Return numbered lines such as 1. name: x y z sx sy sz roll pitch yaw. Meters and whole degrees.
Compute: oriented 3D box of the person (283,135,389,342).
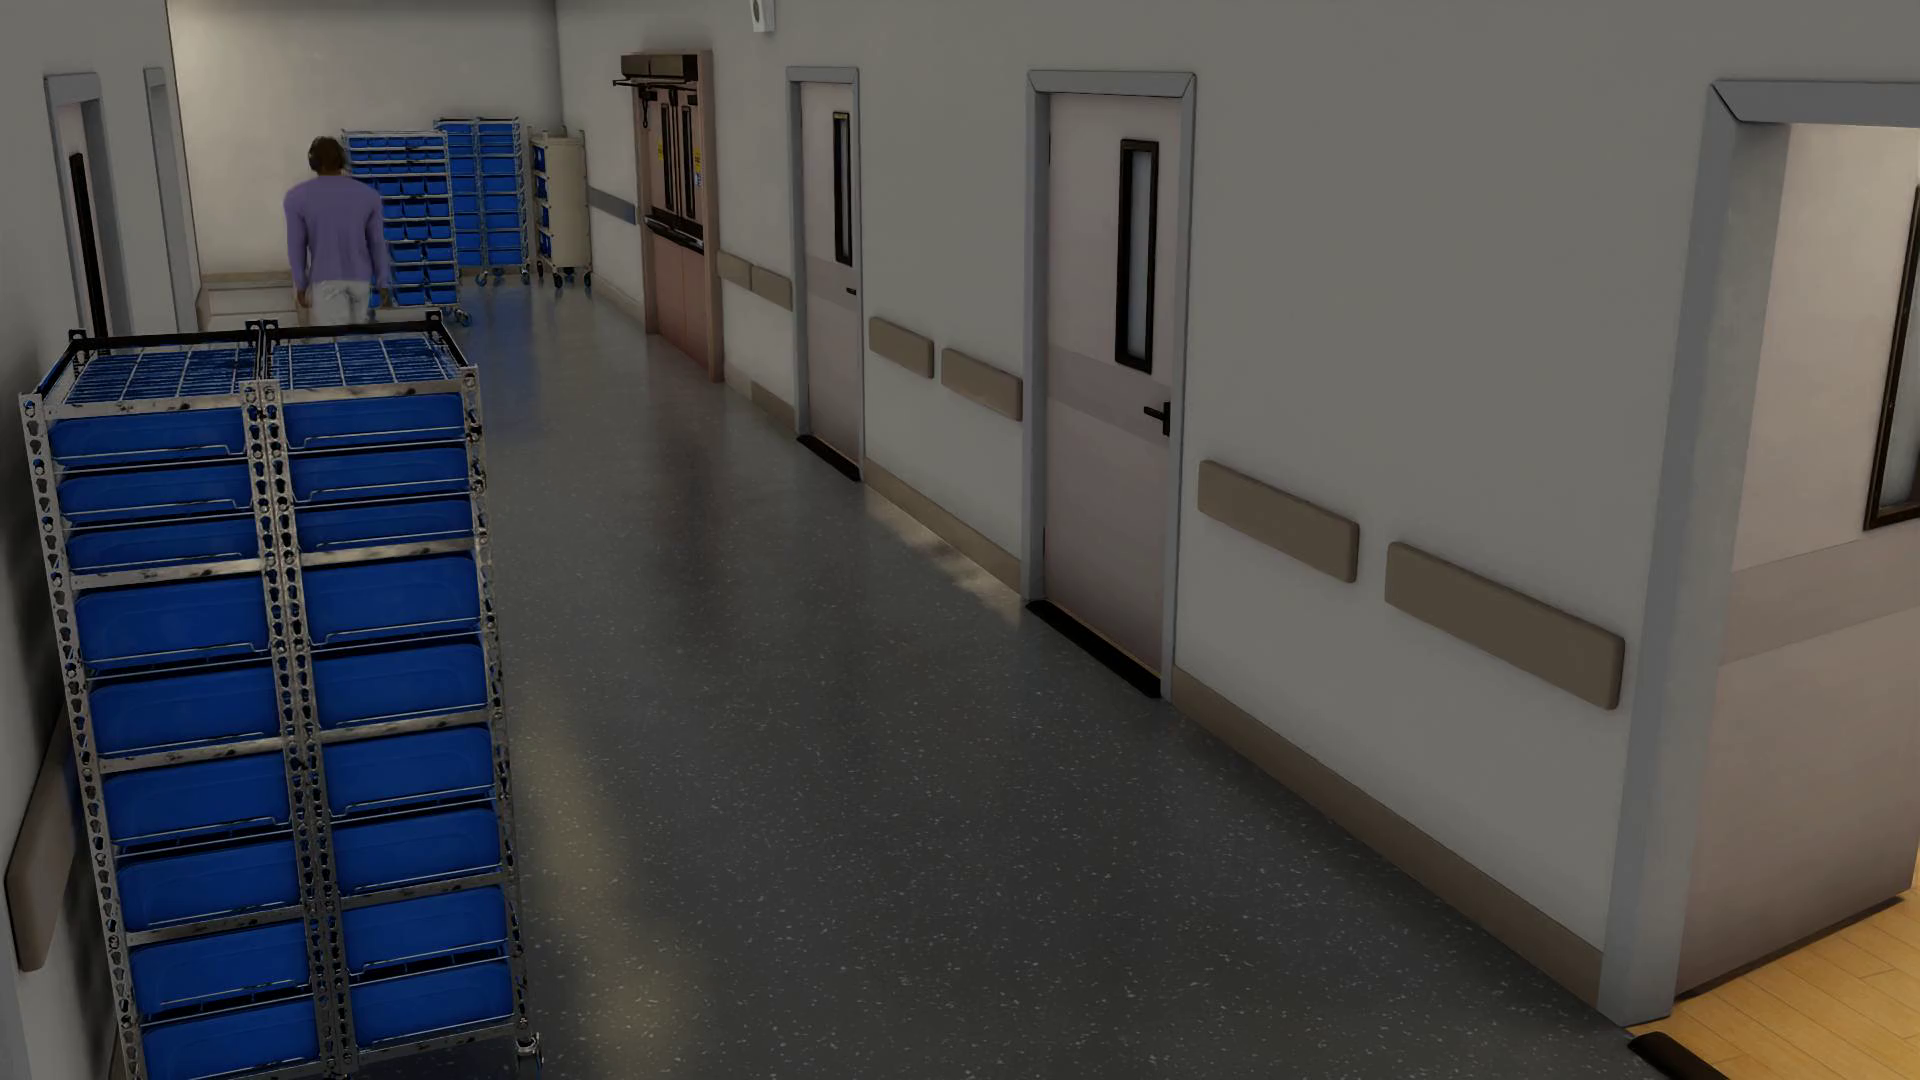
1. person: -4.091 -1.716 11.072 0.626 1.905 0.917 -12 20 -35
